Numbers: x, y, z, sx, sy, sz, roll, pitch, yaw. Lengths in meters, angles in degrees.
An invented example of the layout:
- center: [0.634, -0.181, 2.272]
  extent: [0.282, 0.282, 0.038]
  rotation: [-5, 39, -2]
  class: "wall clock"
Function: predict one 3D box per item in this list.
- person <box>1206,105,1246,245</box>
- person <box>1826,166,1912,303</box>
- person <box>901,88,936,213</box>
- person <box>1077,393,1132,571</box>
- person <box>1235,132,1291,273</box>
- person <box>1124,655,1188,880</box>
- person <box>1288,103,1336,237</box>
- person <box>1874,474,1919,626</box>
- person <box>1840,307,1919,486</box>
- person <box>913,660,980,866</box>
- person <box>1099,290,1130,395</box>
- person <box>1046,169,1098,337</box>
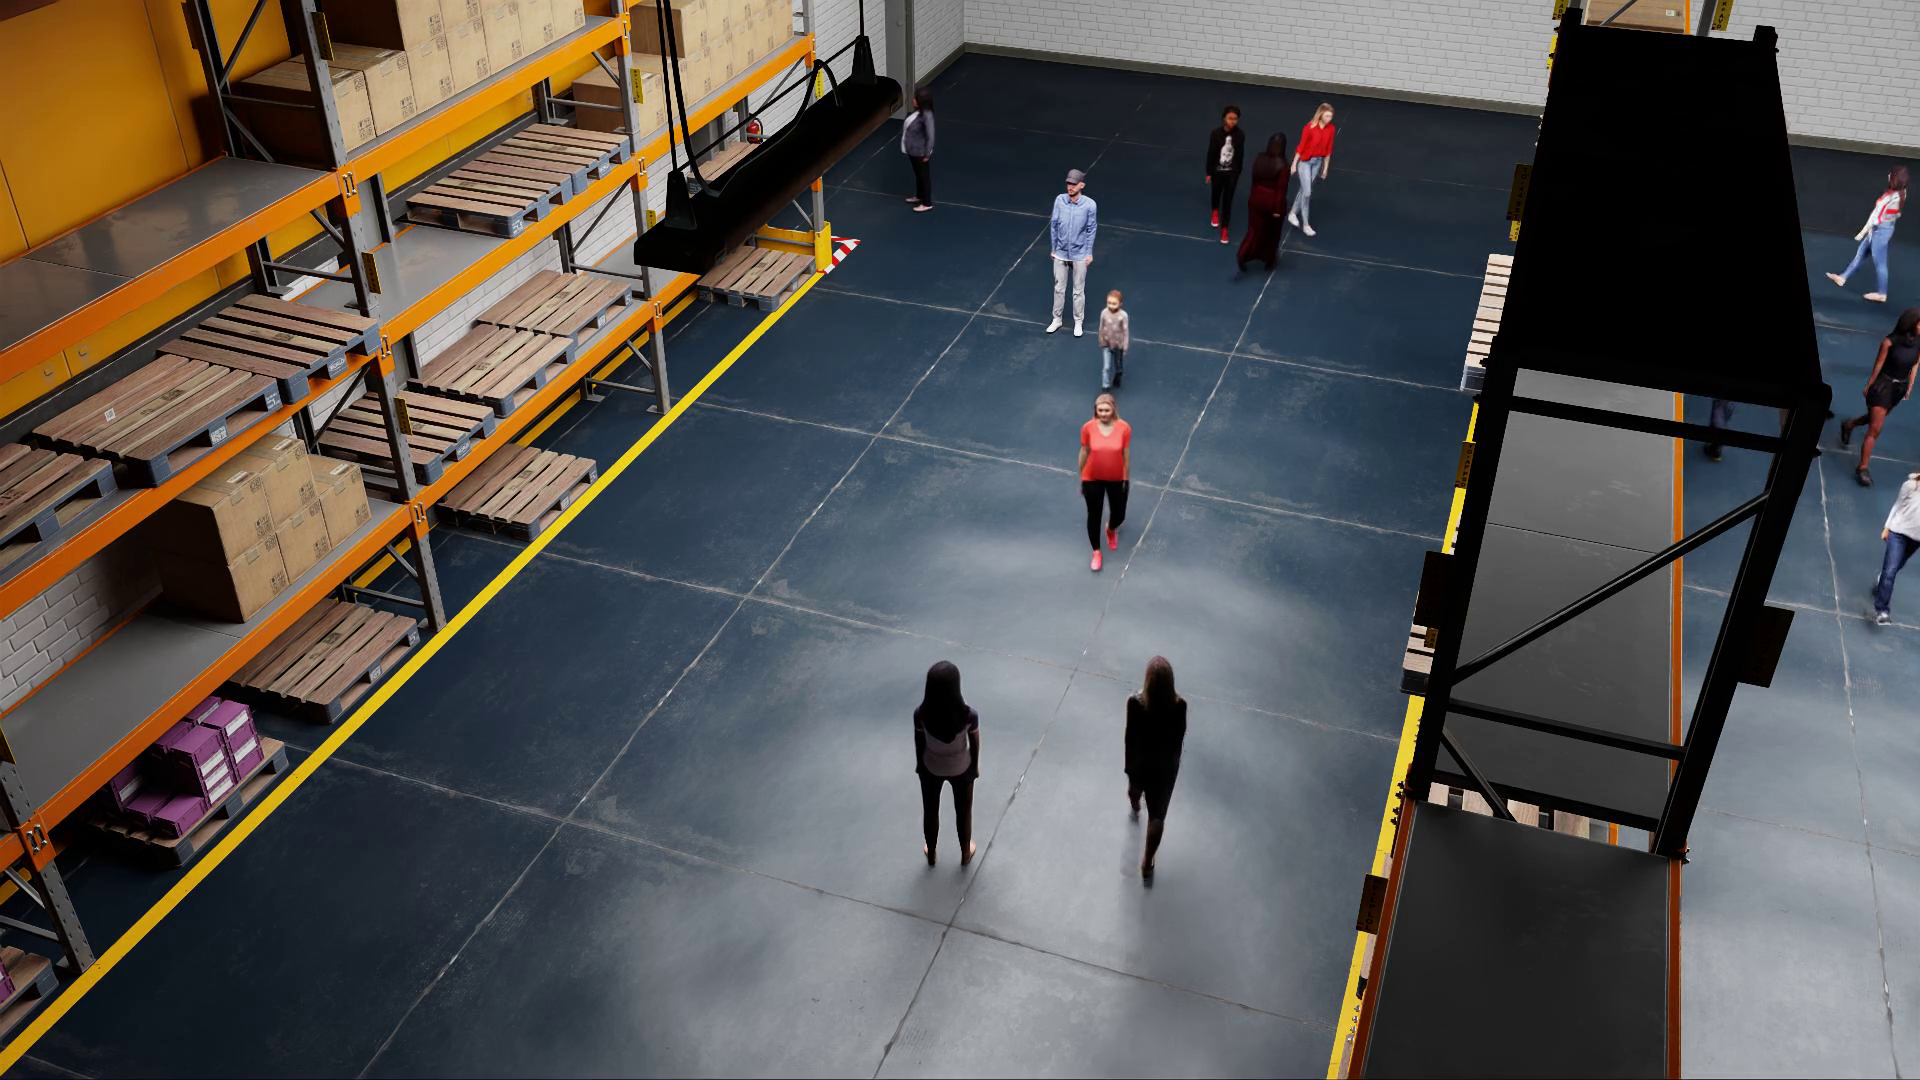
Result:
- center: [3.284, -4.611, 20.746]
  extent: [0.731, 1.629, 1.134]
  rotation: [5, 34, 8]
  class: "person"
- center: [10.660, -3.483, 19.093]
  extent: [0.930, 1.581, 1.008]
  rotation: [28, 43, 36]
  class: "person"
- center: [-0.502, -5.045, 21.428]
  extent: [0.858, 1.596, 0.777]
  rotation: [-8, 34, -12]
  class: "person"
- center: [1.272, -0.557, 14.597]
  extent: [0.715, 1.685, 0.805]
  rotation: [2, 34, 4]
  class: "person"
- center: [3.571, -3.917, 19.608]
  extent: [1.028, 1.733, 0.857]
  rotation: [-27, 42, -34]
  class: "person"
- center: [1.320, 1.591, 11.388]
  extent: [0.701, 1.660, 1.149]
  rotation: [6, 34, 8]
  class: "person"
- center: [4.352, -4.717, 20.879]
  extent: [0.981, 1.659, 1.048]
  rotation: [-10, 35, -15]
  class: "person"
- center: [7.998, -0.079, 14.036]
  extent: [0.533, 1.509, 1.099]
  rotation: [11, 35, 17]
  class: "person"
- center: [8.826, -1.455, 15.928]
  extent: [0.952, 1.706, 1.184]
  rotation: [-4, 34, -6]
  class: "person"
- center: [-0.099, 1.539, 11.423]
  extent: [0.655, 1.707, 0.619]
  rotation: [1, 34, 2]
  class: "person"
- center: [1.619, -2.067, 17.328]
  extent: [0.486, 1.175, 0.824]
  rotation: [11, 35, 16]
  class: "person"
- center: [1.231, -3.183, 18.364]
  extent: [0.658, 1.888, 0.567]
  rotation: [10, 35, 14]
  class: "person"
